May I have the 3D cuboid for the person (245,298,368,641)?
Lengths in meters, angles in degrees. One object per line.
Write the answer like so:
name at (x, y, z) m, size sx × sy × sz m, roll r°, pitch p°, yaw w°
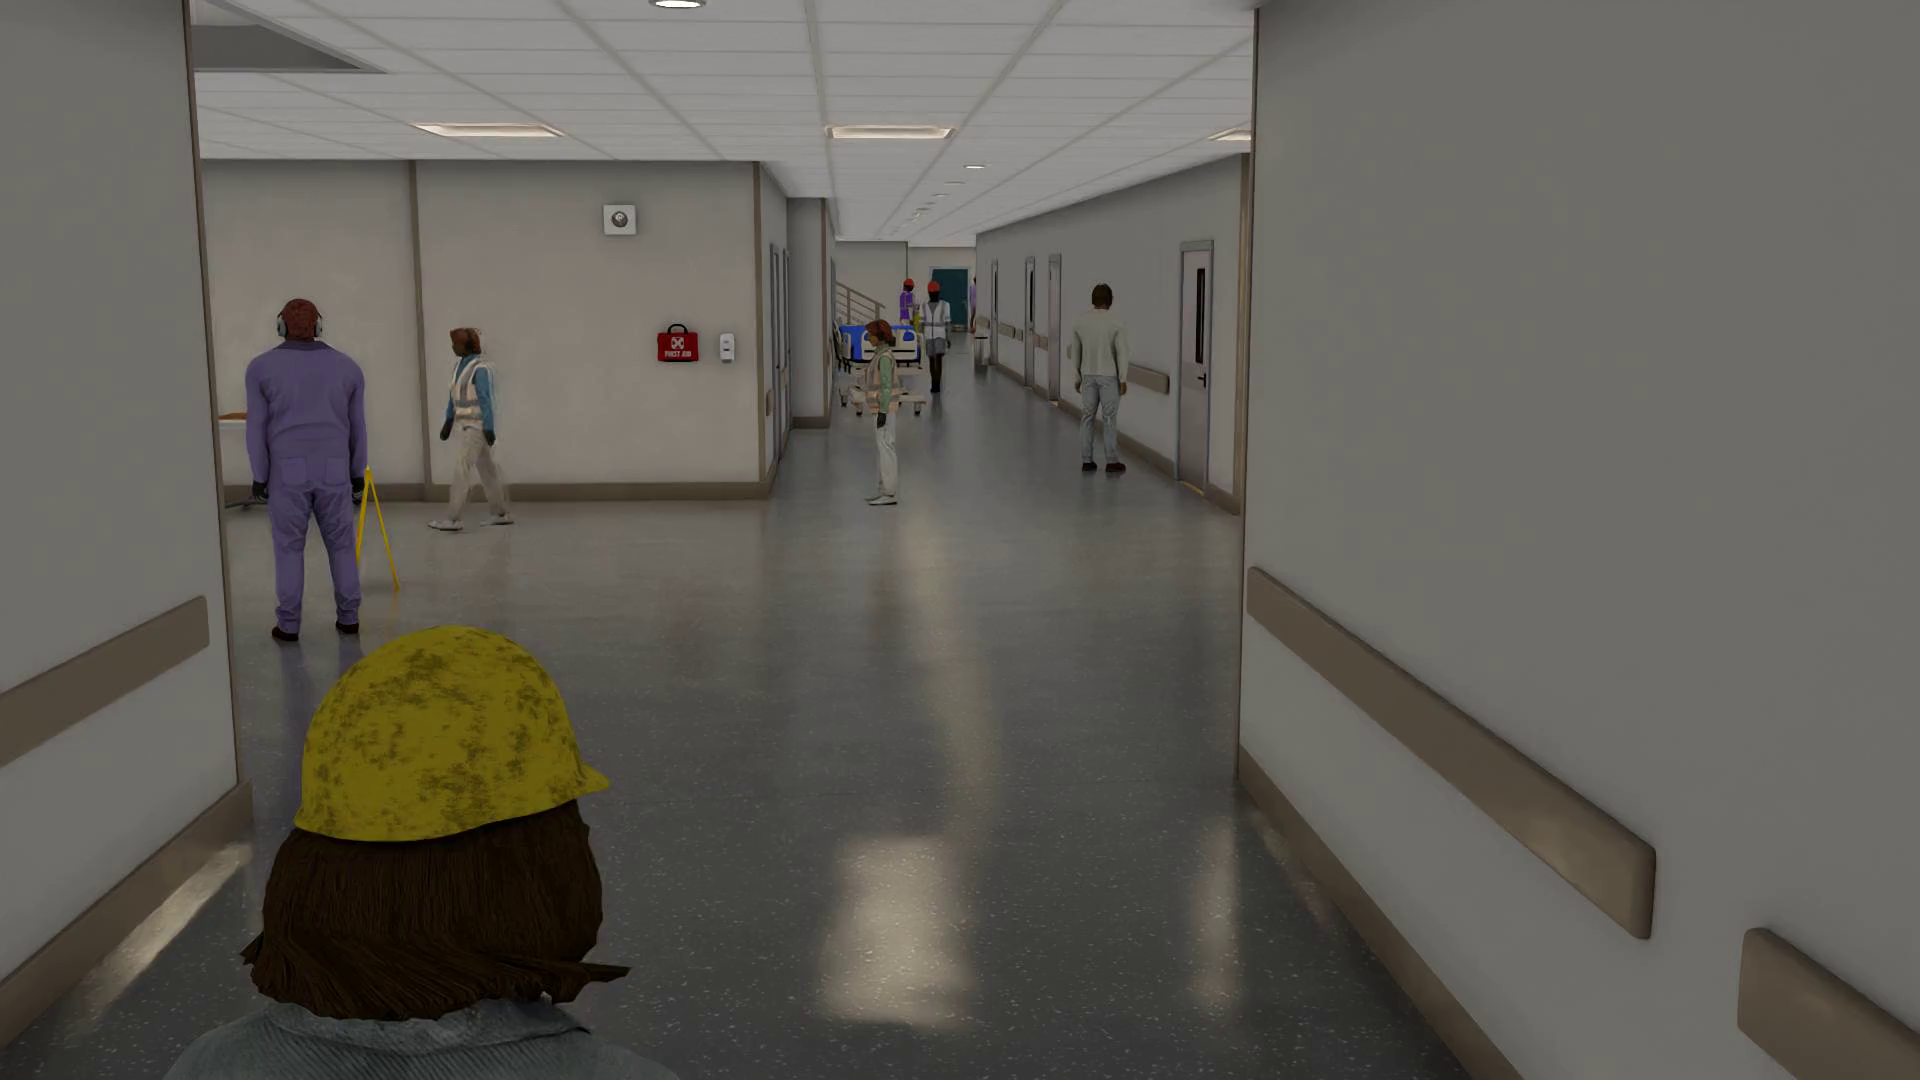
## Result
person at (-3.648, -0.396, 9.313) m, size 0.645 × 1.898 × 0.398 m, roll -6°, pitch 11°, yaw -35°

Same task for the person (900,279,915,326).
person at (-1.300, -5.566, 41.632) m, size 0.374 × 1.934 × 0.549 m, roll -4°, pitch 10°, yaw -25°

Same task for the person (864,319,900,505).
person at (-0.686, -1.126, 14.691) m, size 0.309 × 1.638 × 0.514 m, roll -1°, pitch 9°, yaw -8°

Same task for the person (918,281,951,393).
person at (-0.470, -3.466, 28.492) m, size 0.571 × 1.916 × 0.719 m, roll 2°, pitch 9°, yaw 15°

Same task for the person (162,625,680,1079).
person at (-0.418, 0.935, 1.427) m, size 0.489 × 1.741 × 0.321 m, roll 2°, pitch 9°, yaw 9°

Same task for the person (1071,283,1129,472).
person at (1.443, -1.663, 17.121) m, size 0.629 × 1.940 × 0.378 m, roll 5°, pitch 10°, yaw 30°

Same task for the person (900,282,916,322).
person at (-1.410, -6.024, 44.779) m, size 0.389 × 1.850 × 0.566 m, roll -7°, pitch 11°, yaw -37°

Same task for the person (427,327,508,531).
person at (-3.963, -0.872, 13.203) m, size 0.795 × 1.606 × 0.522 m, roll -6°, pitch 11°, yaw -33°
